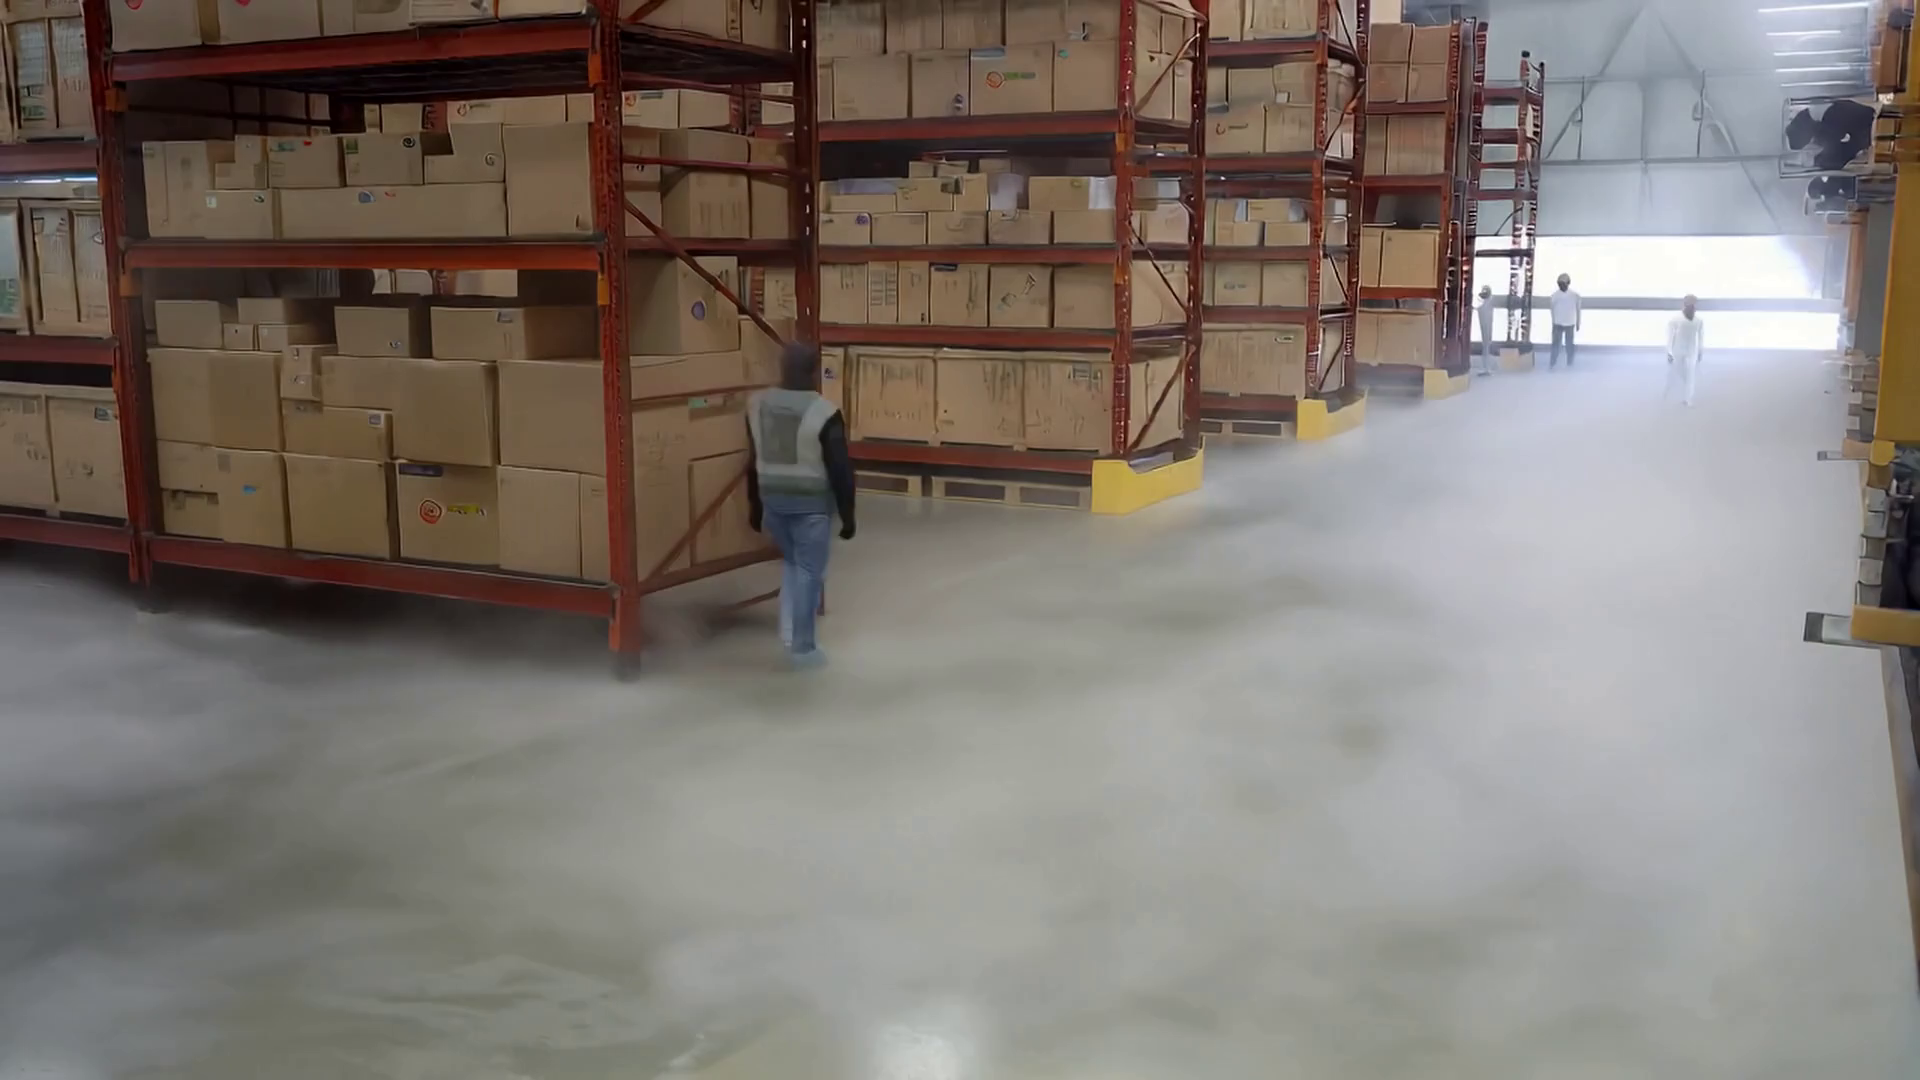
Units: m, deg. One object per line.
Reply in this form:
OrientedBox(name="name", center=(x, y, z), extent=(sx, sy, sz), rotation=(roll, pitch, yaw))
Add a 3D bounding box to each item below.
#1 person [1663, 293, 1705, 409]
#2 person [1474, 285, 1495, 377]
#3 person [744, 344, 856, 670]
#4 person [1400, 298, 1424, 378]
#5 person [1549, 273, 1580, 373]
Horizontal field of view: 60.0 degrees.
OrientedBox(name="person", center=(10.910, -2.853, 25.081), extent=(0.567, 1.729, 0.638), rotation=(1, 10, 4))
OrientedBox(name="person", center=(9.866, -3.928, 31.298), extent=(0.305, 1.737, 0.484), rotation=(3, 10, 16))
OrientedBox(name="person", center=(-0.868, -0.186, 9.377), extent=(0.656, 1.823, 0.516), rotation=(6, 11, 29))
OrientedBox(name="person", center=(8.410, -3.973, 31.086), extent=(0.431, 1.894, 0.669), rotation=(4, 10, 20))
OrientedBox(name="person", center=(11.890, -4.269, 32.699), extent=(0.604, 1.951, 1.039), rotation=(6, 11, 31))
